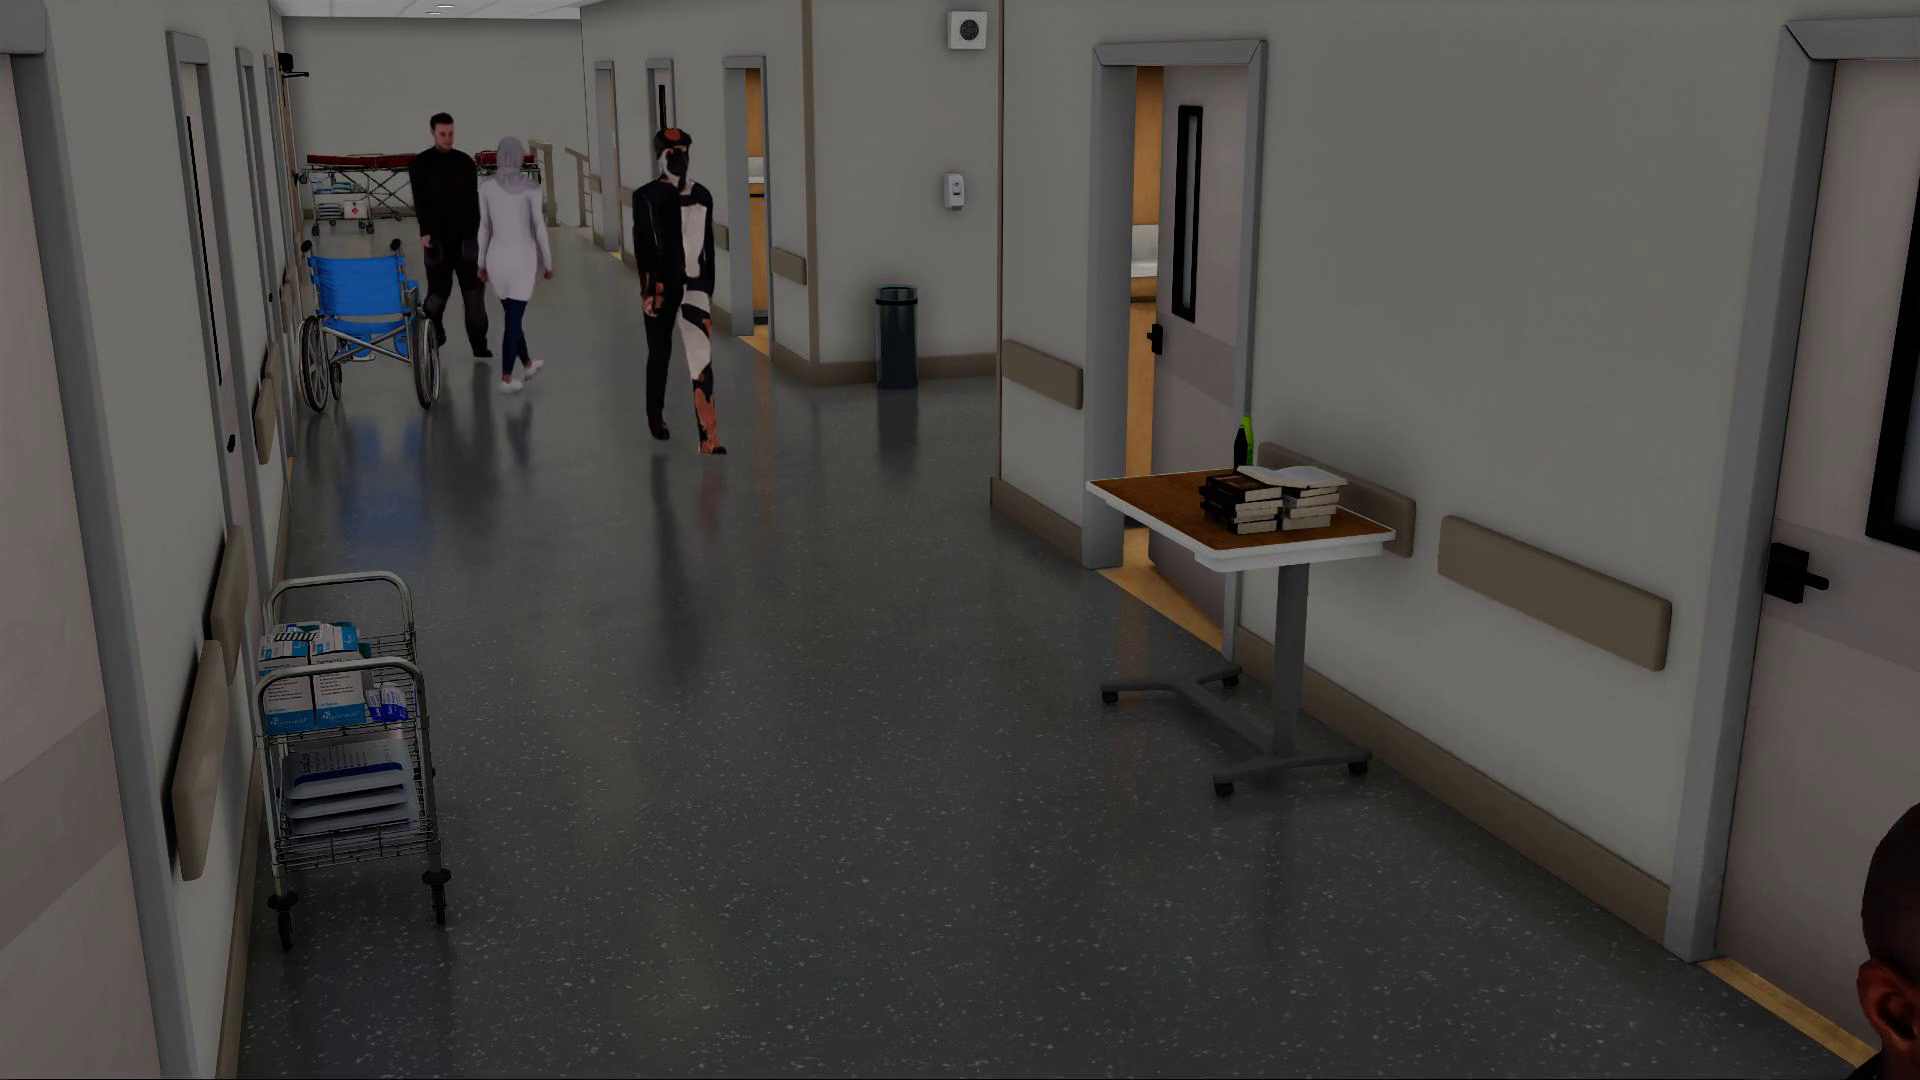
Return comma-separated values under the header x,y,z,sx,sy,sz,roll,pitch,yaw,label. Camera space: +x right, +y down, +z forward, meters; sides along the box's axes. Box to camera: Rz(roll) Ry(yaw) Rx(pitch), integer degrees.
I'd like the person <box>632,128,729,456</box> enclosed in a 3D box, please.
x,y,z,sx,sy,sz,roll,pitch,yaw,label
-1.706,-1.427,9.746,0.776,1.847,1.242,-8,18,-27,person

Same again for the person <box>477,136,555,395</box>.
x,y,z,sx,sy,sz,roll,pitch,yaw,label
-3.139,-1.874,11.515,0.953,1.747,1.087,4,16,12,person

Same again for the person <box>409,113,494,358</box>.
x,y,z,sx,sy,sz,roll,pitch,yaw,label
-3.998,-2.333,12.908,0.789,1.876,1.052,-11,19,-33,person
